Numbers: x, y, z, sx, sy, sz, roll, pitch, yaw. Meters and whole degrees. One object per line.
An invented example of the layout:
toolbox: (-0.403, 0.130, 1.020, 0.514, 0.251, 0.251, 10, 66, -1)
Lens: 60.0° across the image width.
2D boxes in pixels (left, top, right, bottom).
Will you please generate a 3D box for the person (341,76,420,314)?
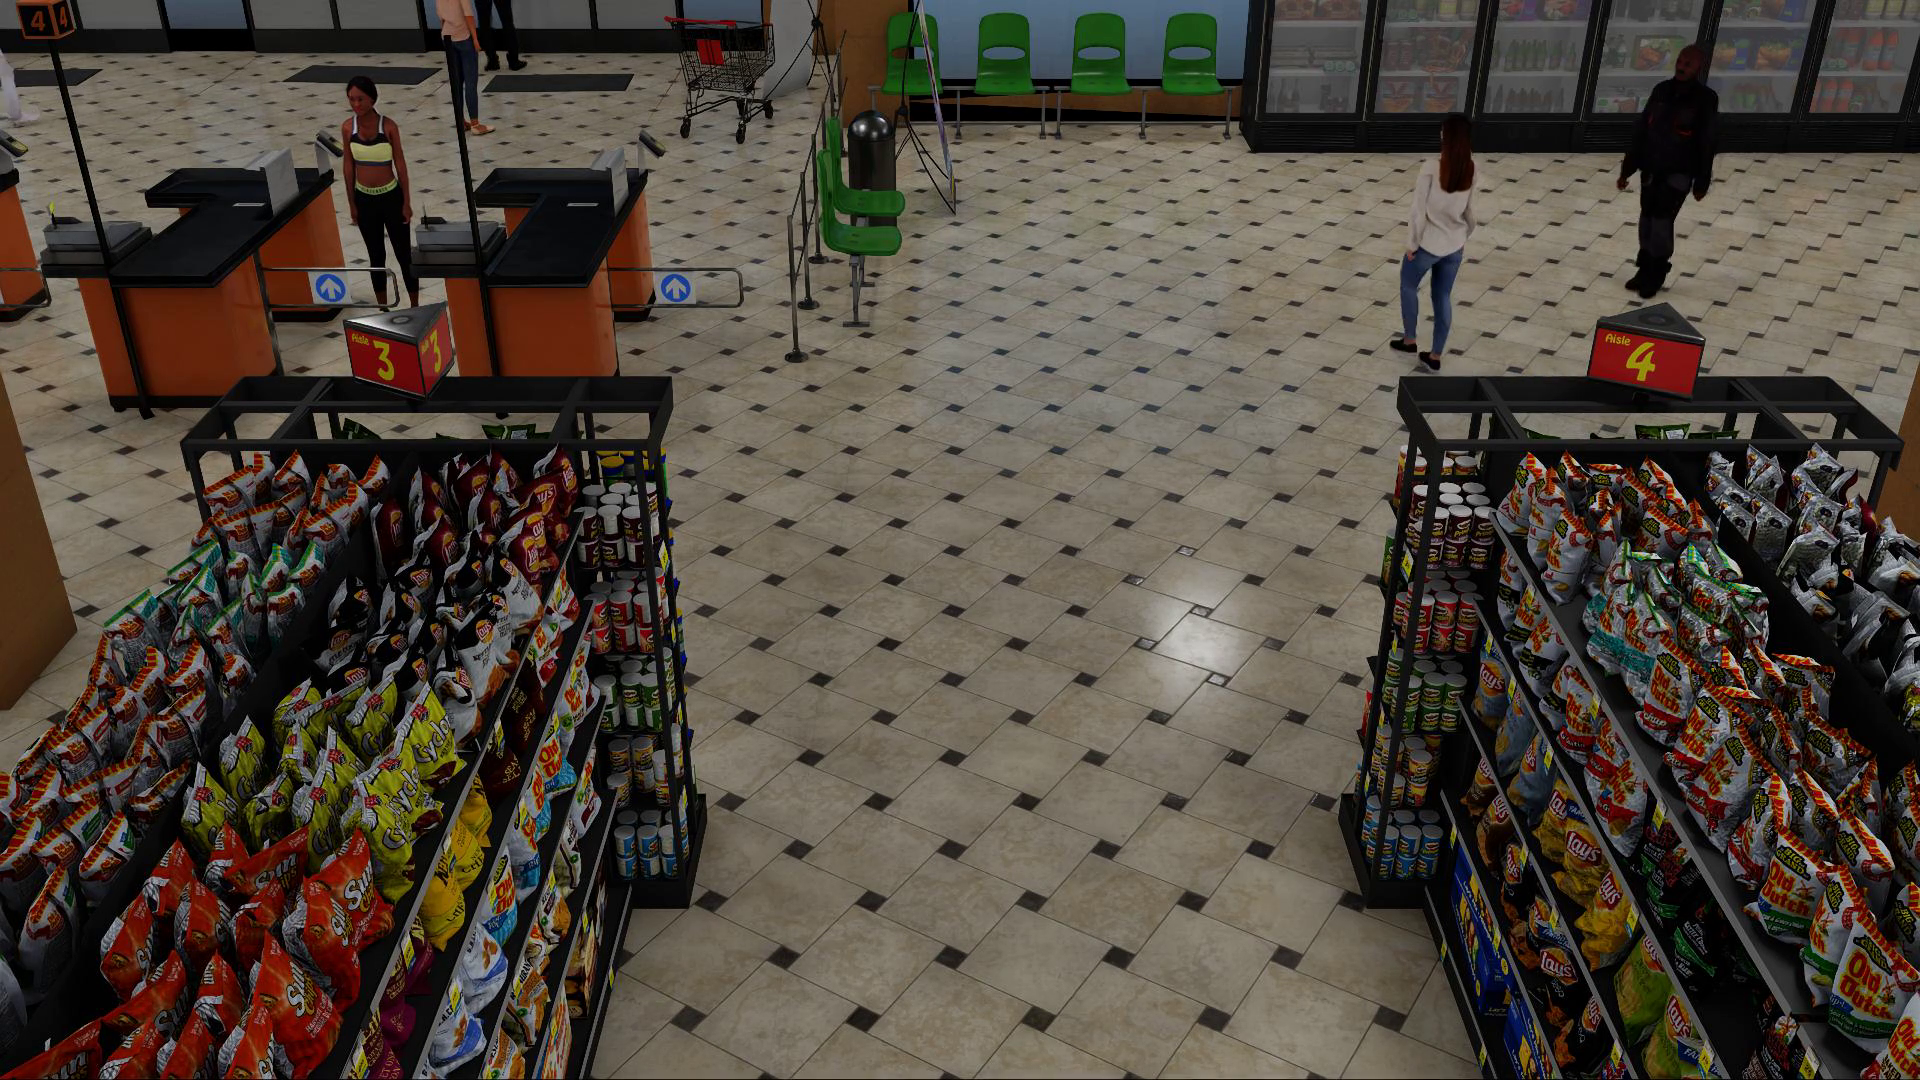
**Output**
person: (-3.982, -2.311, 11.450, 0.583, 1.755, 0.531, -3, 29, -5)

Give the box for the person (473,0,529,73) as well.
person: (-5.157, -6.117, 18.341, 0.832, 1.830, 0.746, -6, 29, -11)

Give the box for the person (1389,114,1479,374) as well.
person: (3.124, -1.874, 10.728, 0.721, 1.679, 0.735, -7, 29, -12)

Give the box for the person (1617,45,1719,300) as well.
person: (5.212, -2.708, 12.122, 0.935, 1.807, 0.853, -19, 34, -31)

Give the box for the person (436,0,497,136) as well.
person: (-4.825, -4.822, 16.009, 0.668, 1.792, 0.686, 17, 33, 28)
